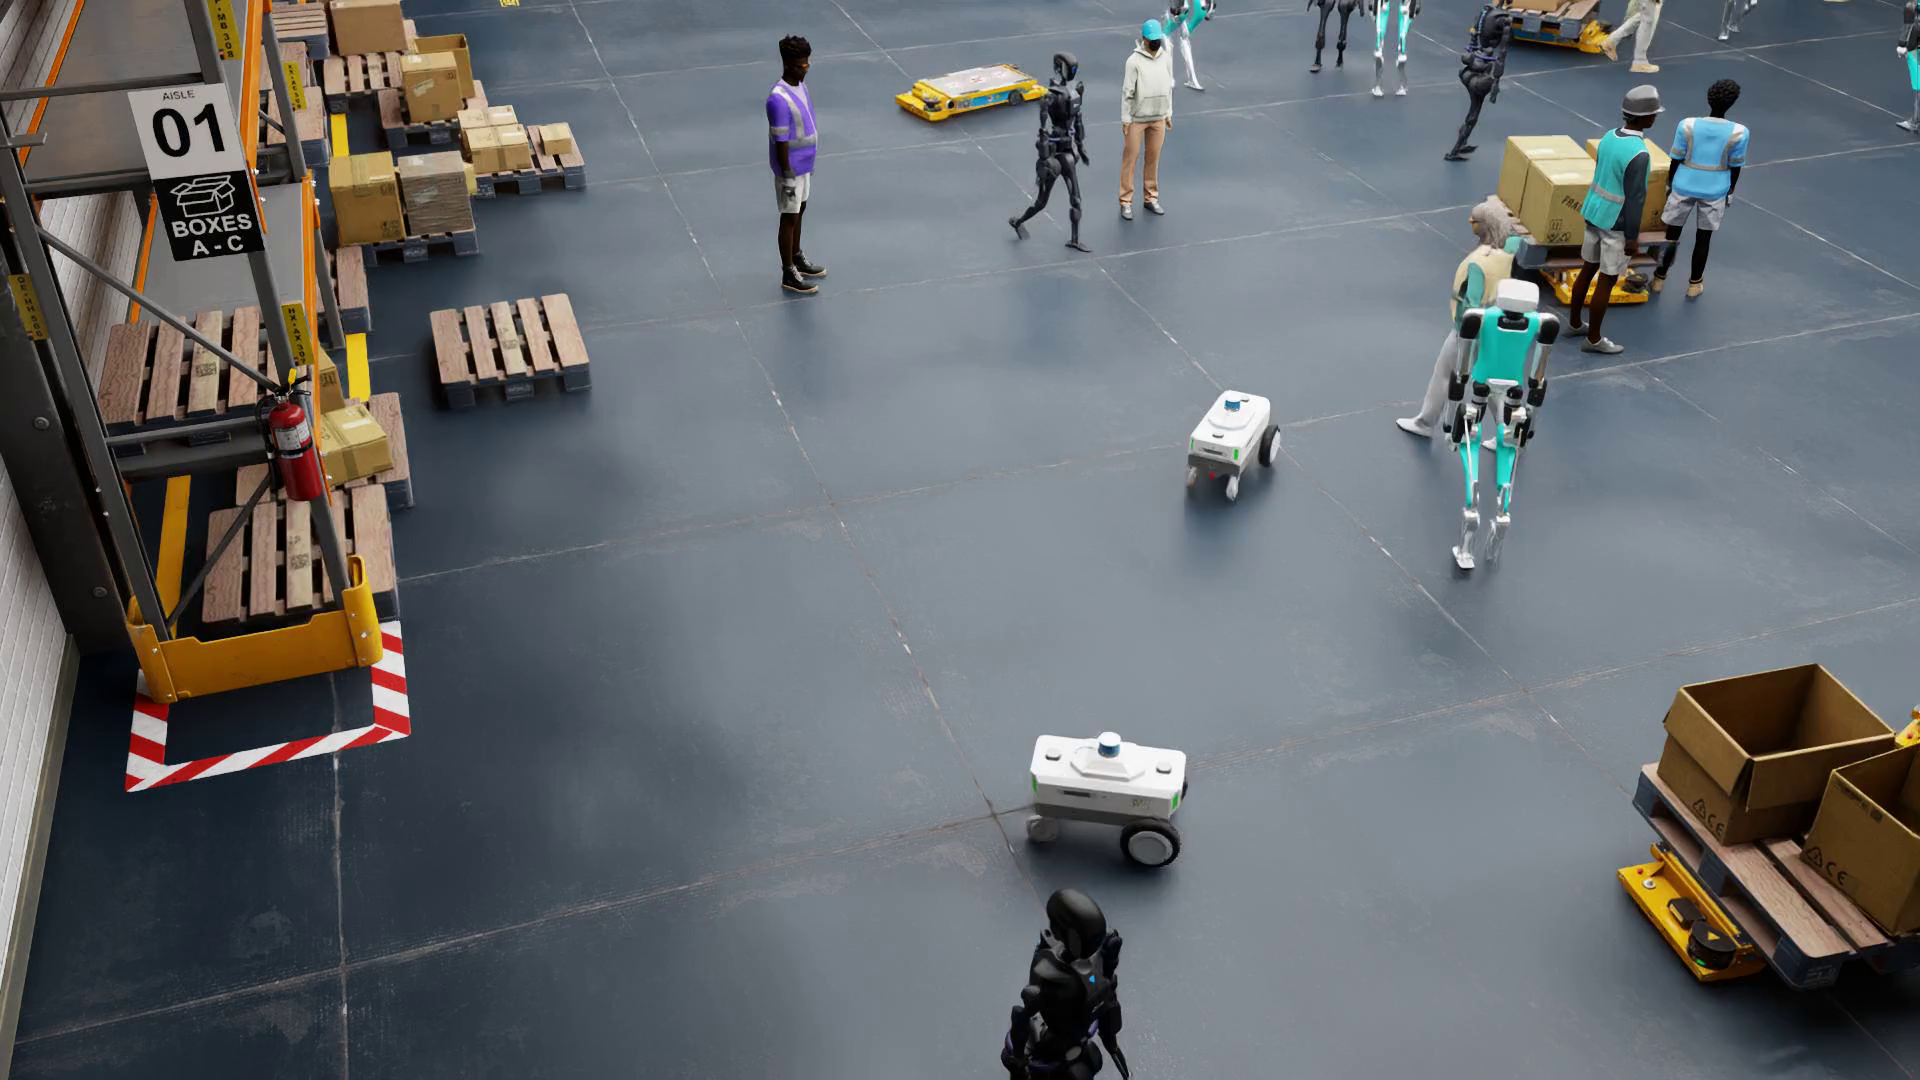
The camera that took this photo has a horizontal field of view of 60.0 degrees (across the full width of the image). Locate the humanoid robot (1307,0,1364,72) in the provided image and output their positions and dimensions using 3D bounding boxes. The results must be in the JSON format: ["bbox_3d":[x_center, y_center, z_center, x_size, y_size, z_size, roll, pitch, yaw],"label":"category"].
[{"bbox_3d":[3.949,-5.708,17.349,0.599,1.650,0.450,12,35,18],"label":"humanoid robot"}]

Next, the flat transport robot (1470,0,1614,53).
[{"bbox_3d":[6.522,-5.727,18.643,1.431,0.231,0.659,17,37,24],"label":"flat transport robot"}]

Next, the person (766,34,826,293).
[{"bbox_3d":[-1.261,-2.878,12.726,0.371,1.959,0.600,6,34,9],"label":"person"}]

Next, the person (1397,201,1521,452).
[{"bbox_3d":[3.329,-1.345,10.625,0.791,1.678,0.466,28,42,36],"label":"person"}]

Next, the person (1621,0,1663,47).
[{"bbox_3d":[7.591,-6.316,18.140,0.584,1.804,0.822,8,34,11],"label":"person"}]

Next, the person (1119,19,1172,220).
[{"bbox_3d":[1.570,-3.538,13.997,0.462,1.675,0.375,-12,35,-17],"label":"person"}]

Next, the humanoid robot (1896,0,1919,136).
[{"bbox_3d":[9.207,-4.630,15.729,0.541,1.905,0.711,-12,35,-18],"label":"humanoid robot"}]

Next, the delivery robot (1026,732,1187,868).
[{"bbox_3d":[0.718,1.169,7.810,0.775,0.601,0.499,6,34,9],"label":"delivery robot"}]

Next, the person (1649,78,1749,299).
[{"bbox_3d":[5.608,-2.653,12.619,0.535,1.696,0.318,14,36,21],"label":"person"}]

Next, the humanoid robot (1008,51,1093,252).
[{"bbox_3d":[0.762,-3.156,13.454,0.749,1.636,0.610,24,40,32],"label":"humanoid robot"}]

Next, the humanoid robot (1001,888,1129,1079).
[{"bbox_3d":[0.285,1.805,5.793,0.485,1.644,0.584,26,41,34],"label":"humanoid robot"}]

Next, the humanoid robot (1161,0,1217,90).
[{"bbox_3d":[2.286,-5.454,16.918,0.543,1.825,0.737,-12,35,-18],"label":"humanoid robot"}]

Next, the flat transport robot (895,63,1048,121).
[{"bbox_3d":[0.122,-4.533,16.811,1.431,0.231,0.659,-20,38,-28],"label":"flat transport robot"}]

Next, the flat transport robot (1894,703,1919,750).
[{"bbox_3d":[5.437,0.870,8.525,1.431,0.231,0.659,-25,41,-33],"label":"flat transport robot"}]

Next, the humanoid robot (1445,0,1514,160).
[{"bbox_3d":[4.726,-4.279,15.147,0.431,1.634,0.610,-8,34,-12],"label":"humanoid robot"}]

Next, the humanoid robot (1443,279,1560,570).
[{"bbox_3d":[2.998,-0.513,9.349,0.539,1.850,0.693,4,33,6],"label":"humanoid robot"}]

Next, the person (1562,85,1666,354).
[{"bbox_3d":[4.623,-2.263,11.800,0.418,1.940,0.550,-6,34,-9],"label":"person"}]

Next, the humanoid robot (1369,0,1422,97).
[{"bbox_3d":[4.341,-5.287,16.595,0.541,1.746,0.725,7,34,11],"label":"humanoid robot"}]

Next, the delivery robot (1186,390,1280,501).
[{"bbox_3d":[1.722,-0.649,10.605,0.499,0.609,0.807,15,36,21],"label":"delivery robot"}]

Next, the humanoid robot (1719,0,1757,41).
[{"bbox_3d":[8.723,-6.385,18.367,0.534,1.828,0.847,2,33,3],"label":"humanoid robot"}]

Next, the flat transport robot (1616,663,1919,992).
[{"bbox_3d":[3.773,1.562,7.463,1.431,0.231,0.659,-8,34,-12],"label":"flat transport robot"}]

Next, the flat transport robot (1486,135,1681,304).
[{"bbox_3d":[4.927,-2.274,13.346,0.659,0.231,1.431,-2,33,-3],"label":"flat transport robot"}]

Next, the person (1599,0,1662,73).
[{"bbox_3d":[7.165,-5.807,17.313,0.571,1.855,0.477,7,34,10],"label":"person"}]
